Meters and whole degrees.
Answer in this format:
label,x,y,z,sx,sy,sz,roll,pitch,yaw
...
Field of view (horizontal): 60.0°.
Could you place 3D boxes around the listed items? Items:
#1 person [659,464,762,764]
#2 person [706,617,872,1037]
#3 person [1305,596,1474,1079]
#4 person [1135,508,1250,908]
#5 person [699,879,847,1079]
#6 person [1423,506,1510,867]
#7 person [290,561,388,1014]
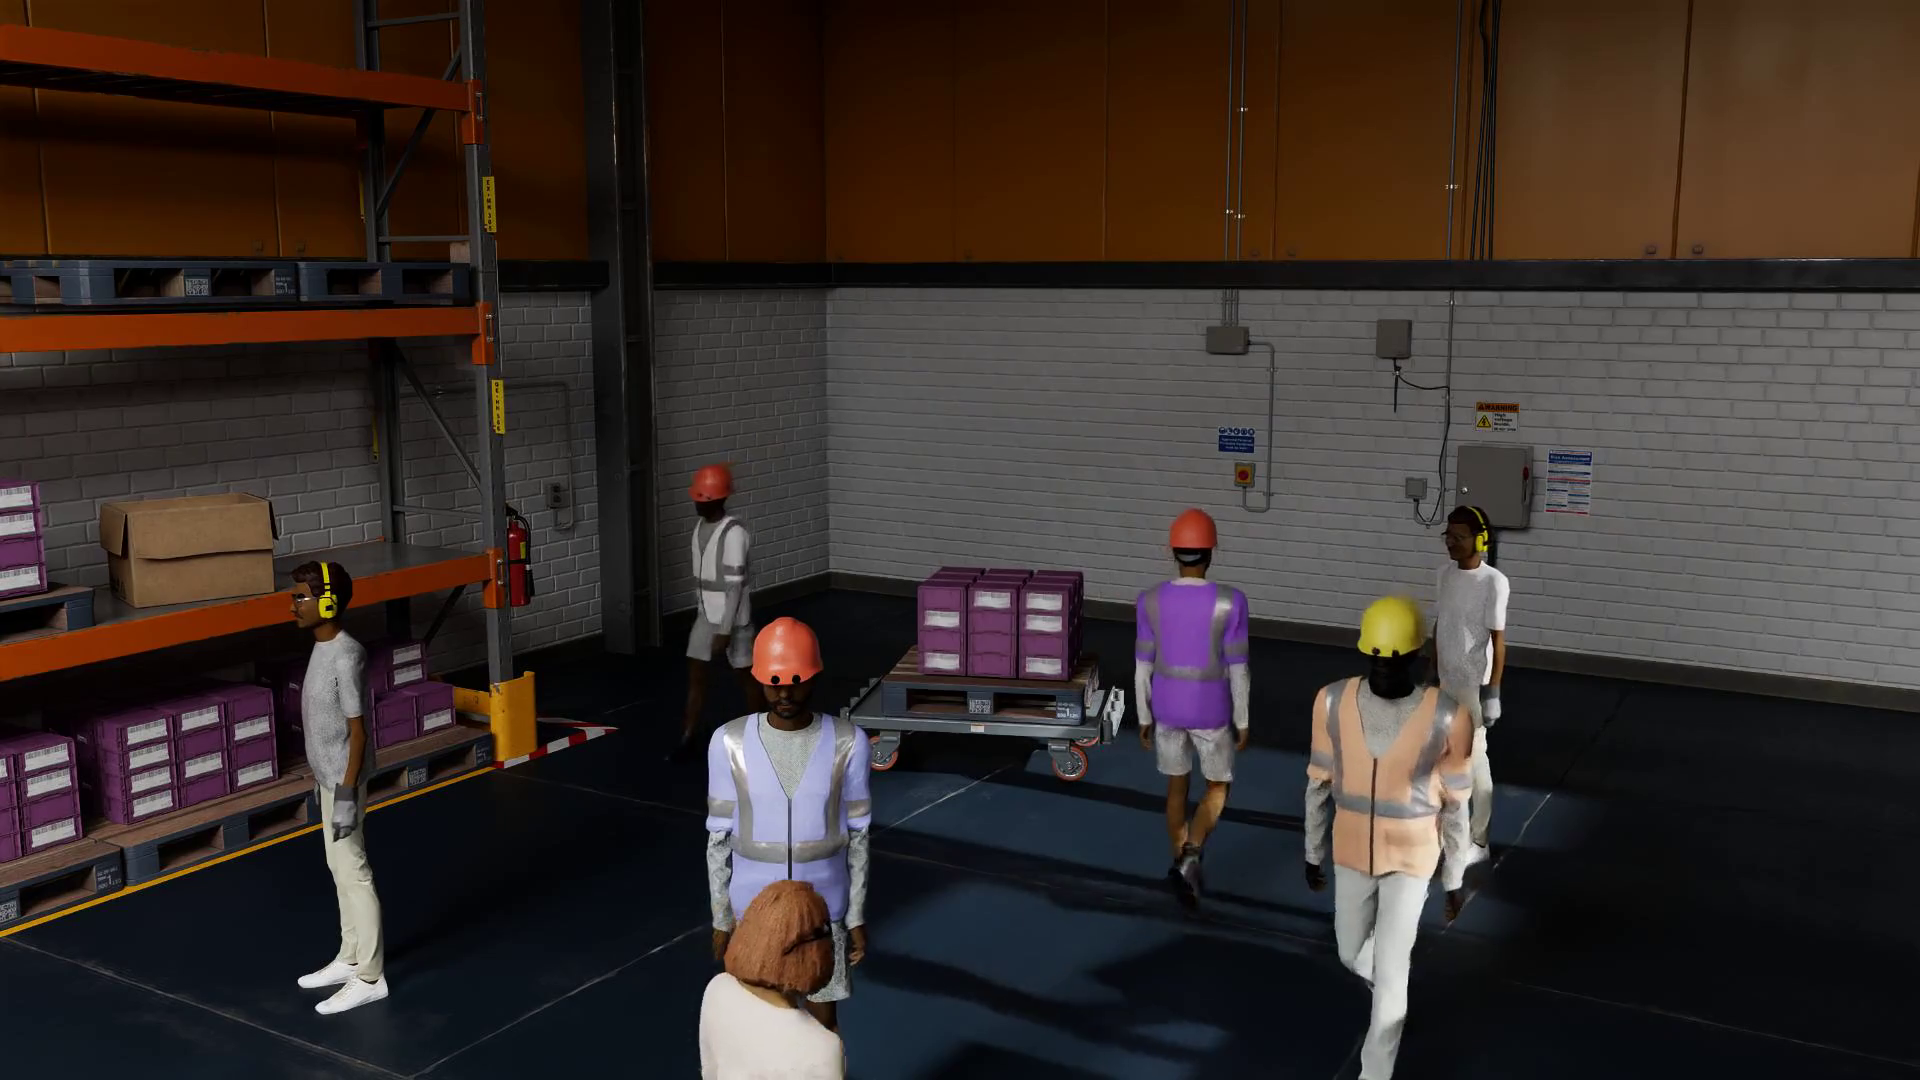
label,x,y,z,sx,sy,sz,roll,pitch,yaw
person,-1.509,0.462,10.213,0.571,1.883,0.872,9,13,43
person,-0.553,1.200,5.449,0.543,1.939,0.355,-1,9,-6
person,1.574,1.116,6.085,0.601,1.907,0.790,6,11,33
person,1.087,0.814,7.904,0.558,1.926,0.630,4,10,23
person,-0.408,1.592,3.993,0.353,1.617,0.520,-8,12,-41
person,2.584,0.744,8.540,0.316,1.865,0.500,-4,10,-22
person,-2.587,1.007,6.873,0.329,1.872,0.508,-6,11,-31
